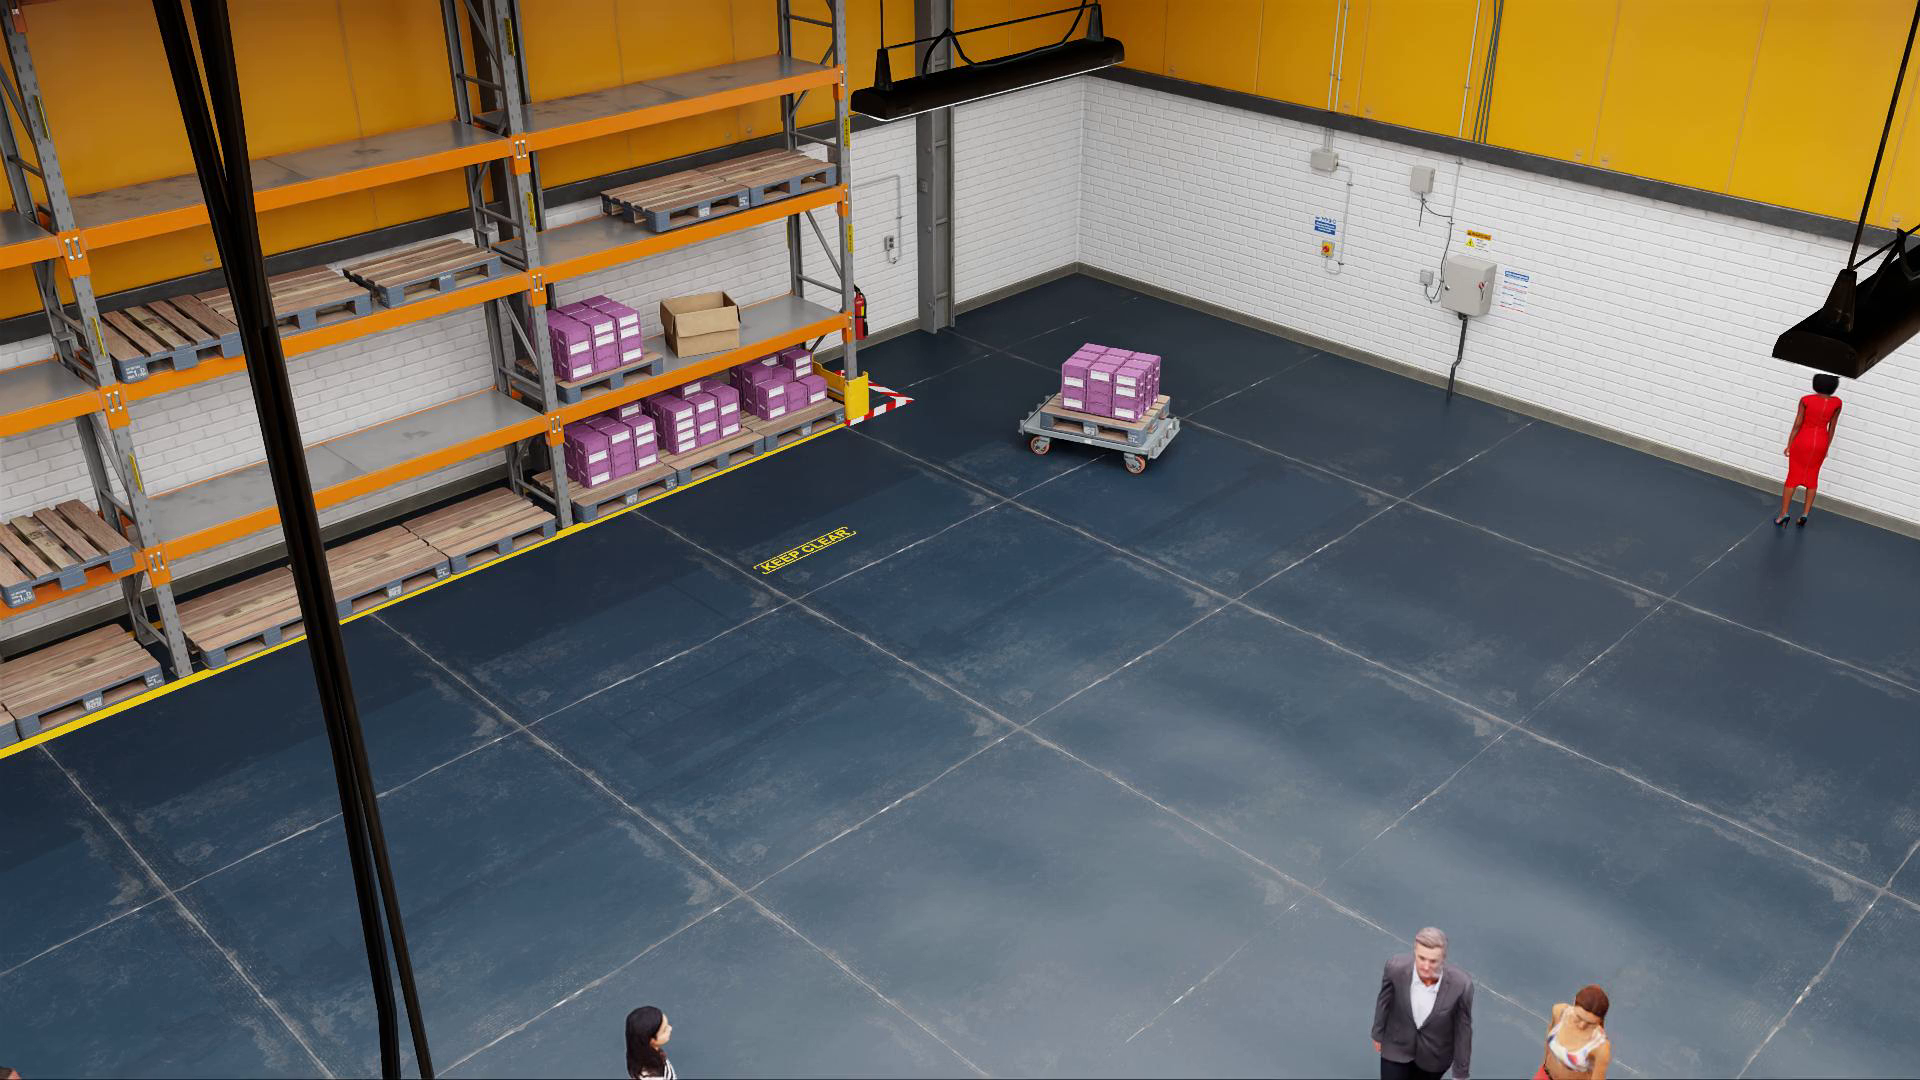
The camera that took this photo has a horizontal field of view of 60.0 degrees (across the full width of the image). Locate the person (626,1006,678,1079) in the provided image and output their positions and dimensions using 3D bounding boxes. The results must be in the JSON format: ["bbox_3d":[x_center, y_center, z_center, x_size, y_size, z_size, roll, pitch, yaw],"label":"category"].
[{"bbox_3d":[-1.670,3.279,9.208,0.588,1.796,0.646,-14,32,-24],"label":"person"}]

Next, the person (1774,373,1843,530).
[{"bbox_3d":[8.668,-0.934,16.986,0.652,1.744,0.682,4,29,7],"label":"person"}]

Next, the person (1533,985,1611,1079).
[{"bbox_3d":[3.483,3.126,9.534,0.722,1.752,0.673,-12,31,-20],"label":"person"}]

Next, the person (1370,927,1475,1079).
[{"bbox_3d":[2.712,2.959,9.799,1.075,1.792,1.302,9,30,16],"label":"person"}]
